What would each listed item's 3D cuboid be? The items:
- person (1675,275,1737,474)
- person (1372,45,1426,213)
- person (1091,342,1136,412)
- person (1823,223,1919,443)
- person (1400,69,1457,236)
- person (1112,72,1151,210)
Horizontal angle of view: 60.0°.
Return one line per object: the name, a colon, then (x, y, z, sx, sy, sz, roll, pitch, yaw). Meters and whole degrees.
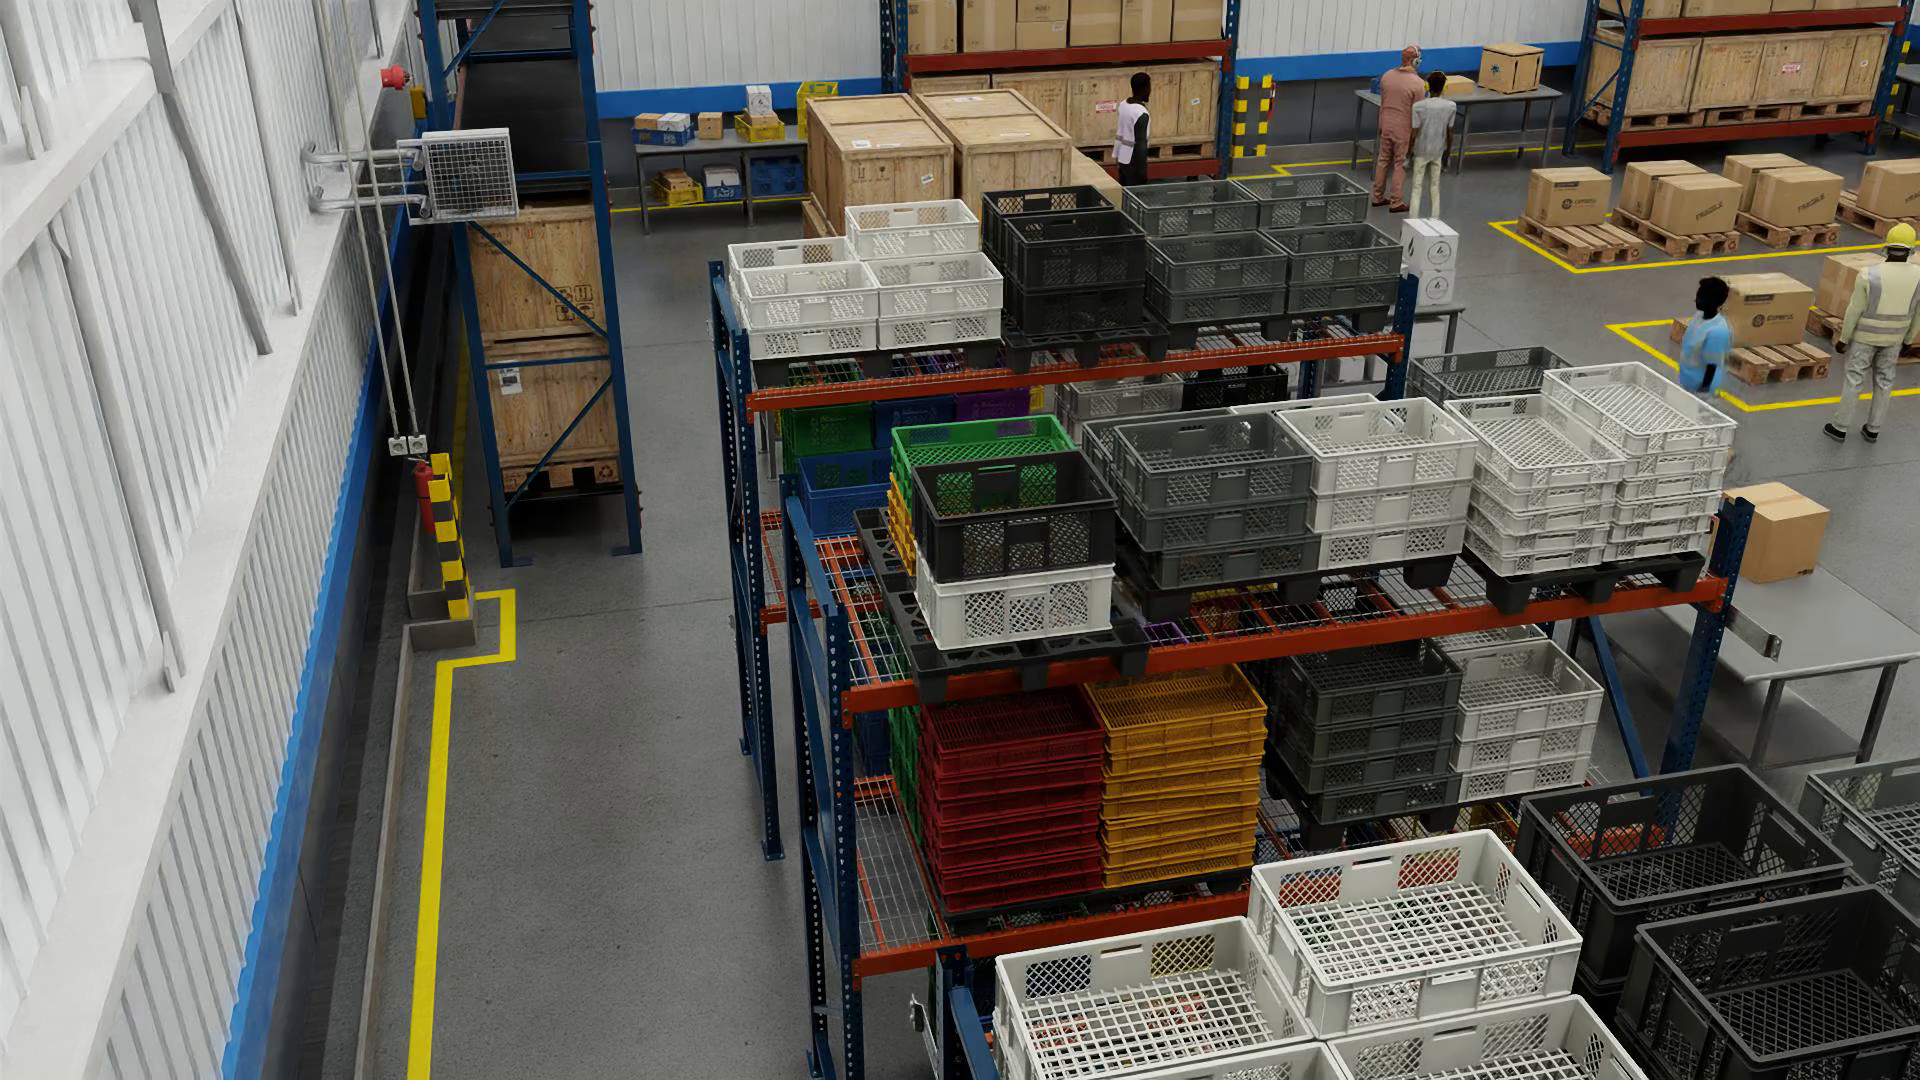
person: (5.748, -1.221, 12.829, 0.565, 1.678, 0.539, 1, 28, 1)
person: (5.144, -4.789, 19.378, 0.401, 1.900, 0.636, -18, 33, -31)
person: (1.025, -0.513, 11.274, 0.354, 1.883, 0.572, -1, 28, -3)
person: (7.456, -1.672, 13.529, 0.600, 1.827, 0.403, 3, 28, 5)
person: (5.154, -4.227, 18.339, 0.526, 1.865, 0.315, -2, 28, -4)
person: (1.862, -4.103, 18.056, 0.384, 1.912, 0.585, -8, 29, -16)
